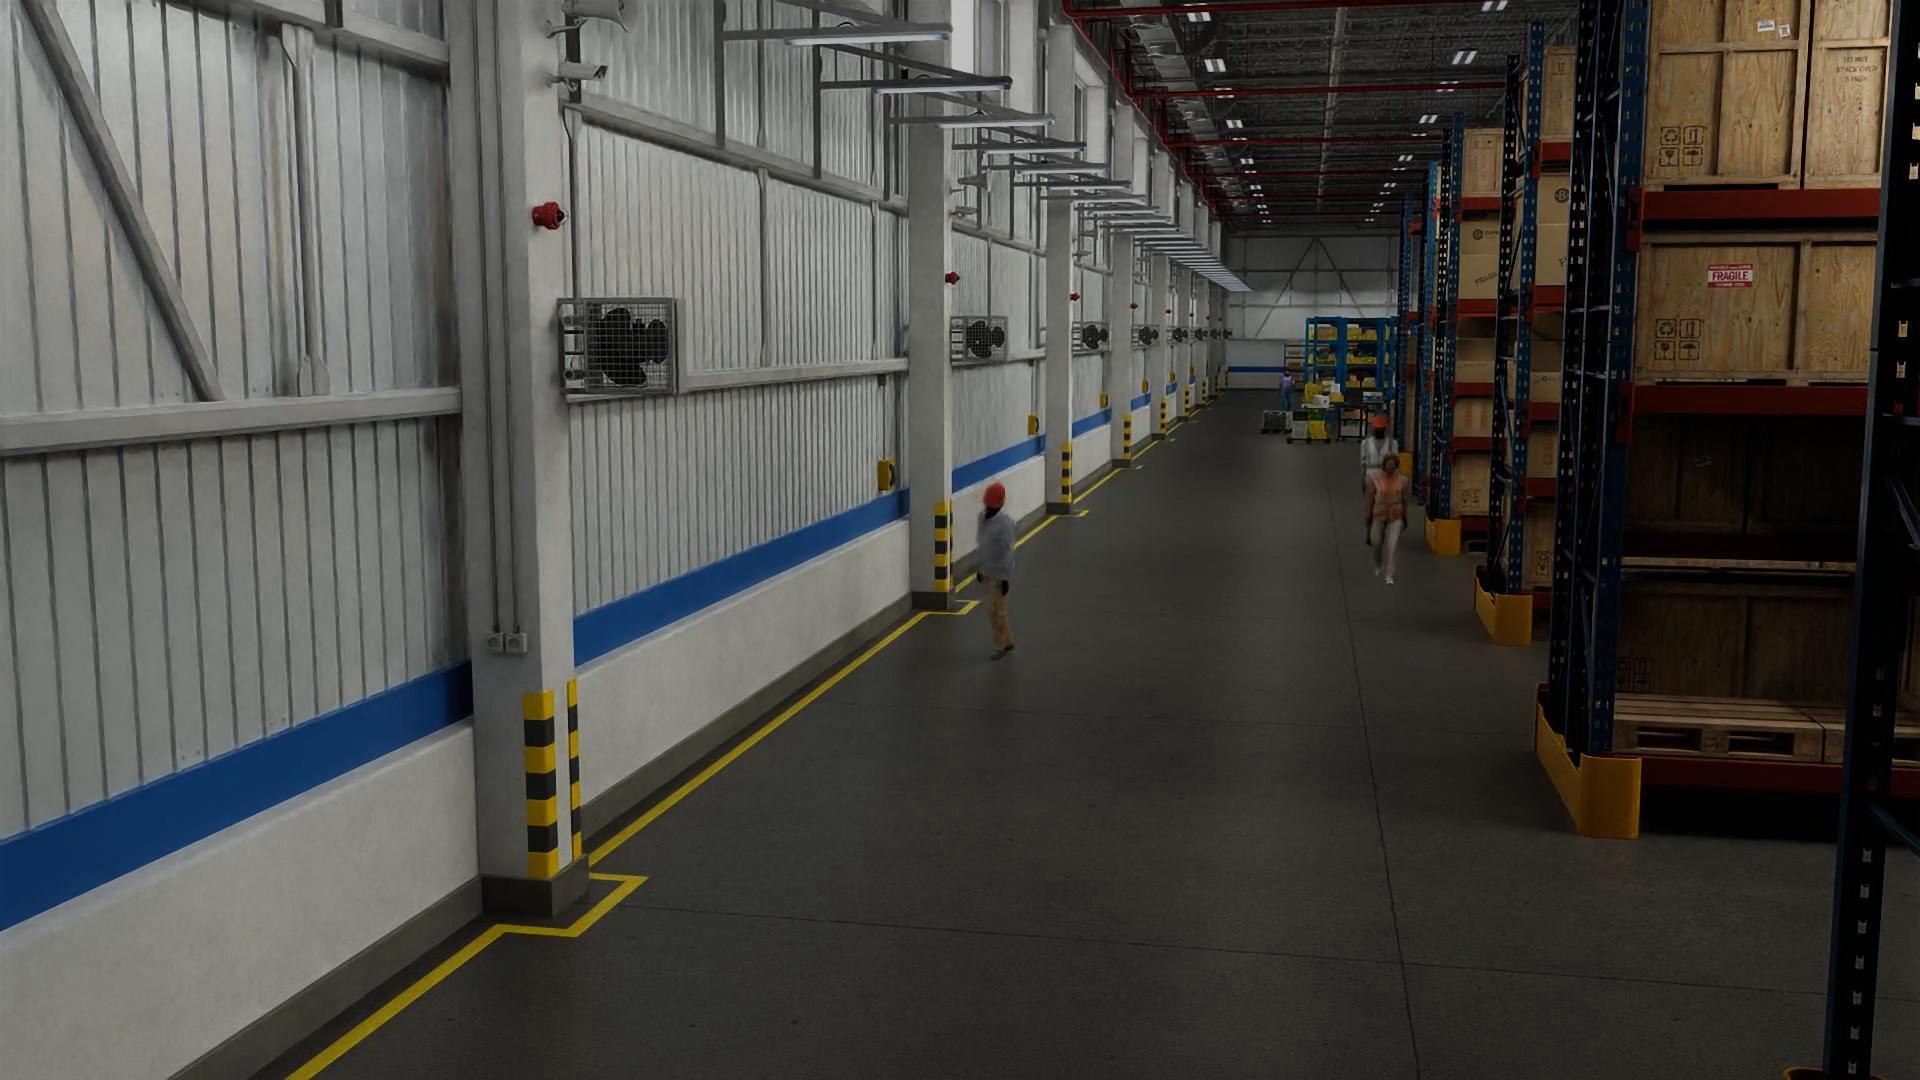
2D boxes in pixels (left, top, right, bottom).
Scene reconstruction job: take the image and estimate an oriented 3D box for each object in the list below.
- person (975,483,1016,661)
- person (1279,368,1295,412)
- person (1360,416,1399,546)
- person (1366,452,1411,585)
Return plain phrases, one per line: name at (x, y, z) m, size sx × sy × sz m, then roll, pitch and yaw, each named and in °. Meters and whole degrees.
person at (0.365, 0.290, 15.745) m, size 0.541 × 1.704 × 0.629 m, roll -4°, pitch 8°, yaw -30°
person at (11.788, -5.299, 59.986) m, size 0.605 × 1.825 × 0.460 m, roll 0°, pitch 7°, yaw 4°
person at (6.120, -0.867, 24.287) m, size 0.565 × 1.884 × 0.999 m, roll 2°, pitch 7°, yaw 16°
person at (5.284, -0.274, 20.522) m, size 0.538 × 1.623 × 0.466 m, roll 2°, pitch 7°, yaw 14°
